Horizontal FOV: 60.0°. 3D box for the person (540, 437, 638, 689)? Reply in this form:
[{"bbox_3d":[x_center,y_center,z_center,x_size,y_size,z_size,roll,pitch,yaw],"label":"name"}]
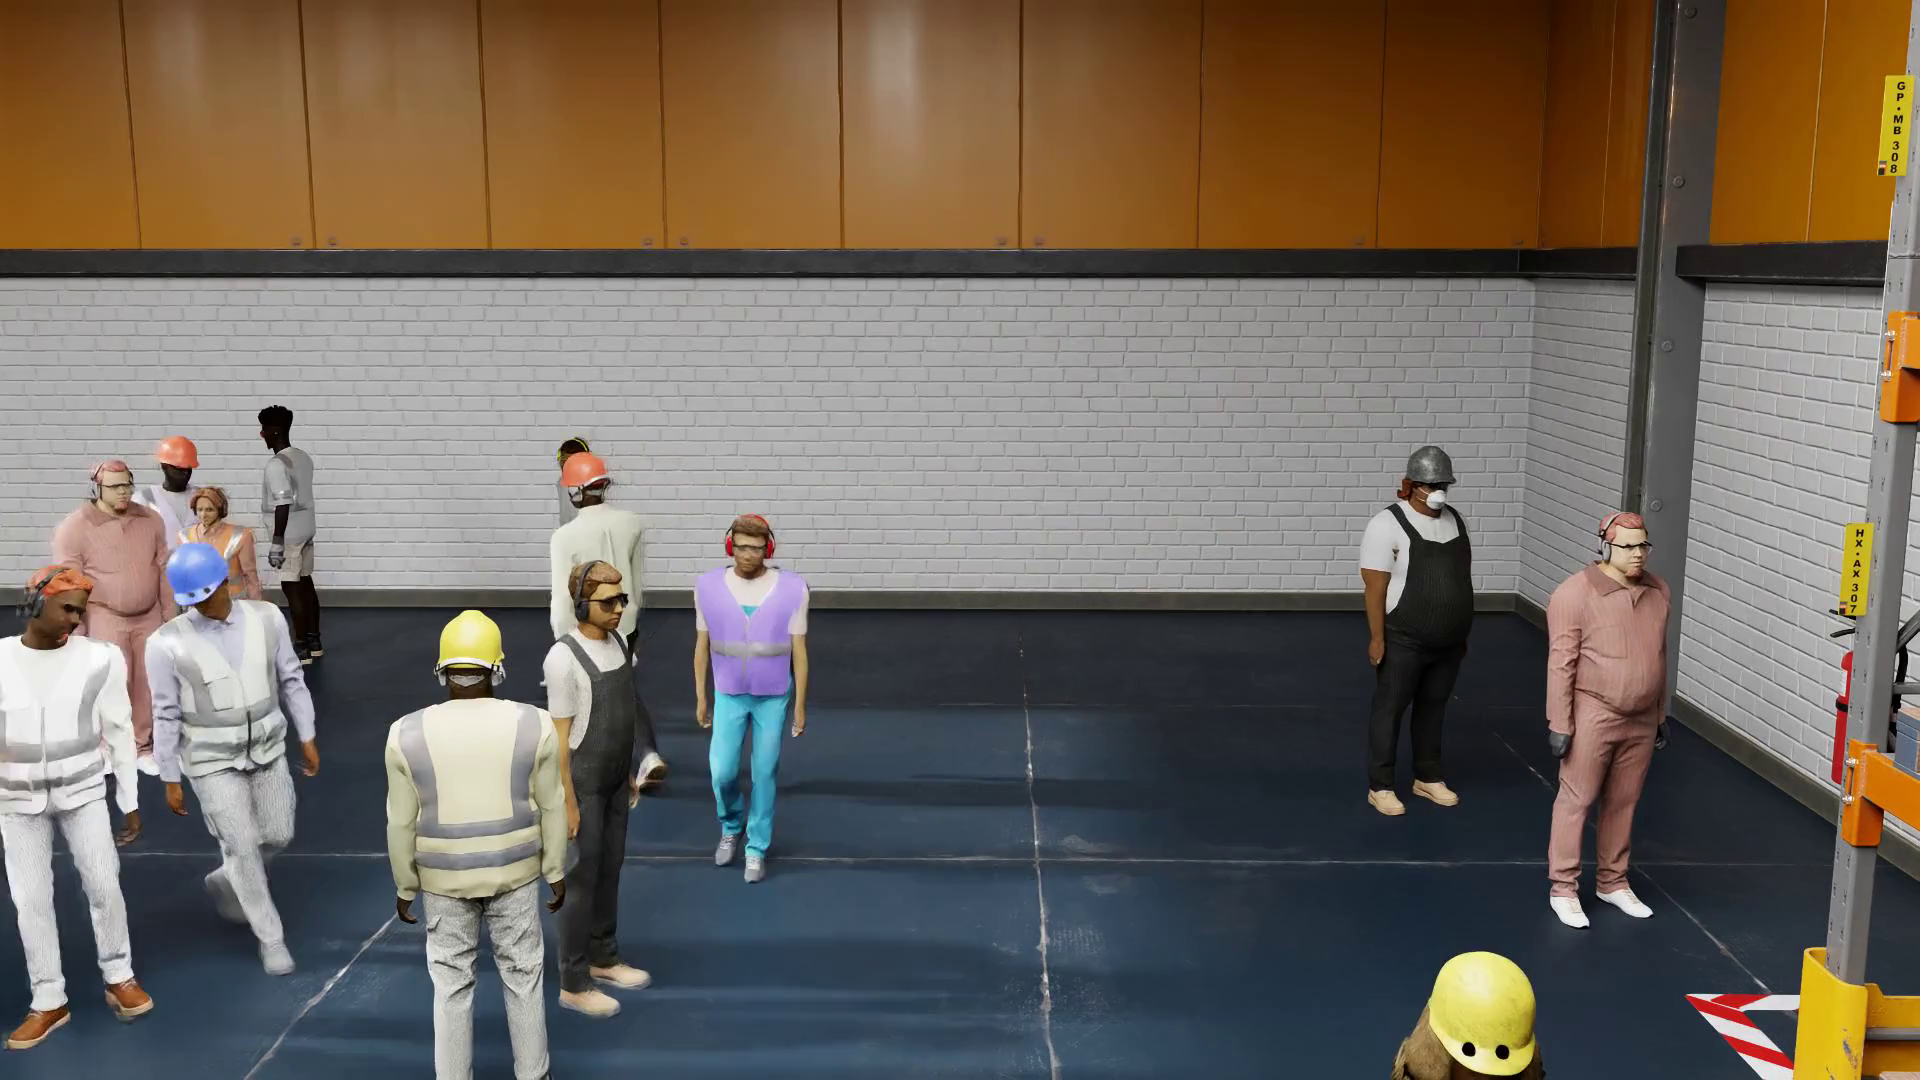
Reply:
[{"bbox_3d":[-2.715,0.147,11.948,0.572,1.800,0.966,6,11,32],"label":"person"}]

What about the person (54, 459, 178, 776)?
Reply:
[{"bbox_3d":[-4.885,0.467,9.736,0.422,1.893,0.645,6,11,32],"label":"person"}]

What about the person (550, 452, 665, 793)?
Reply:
[{"bbox_3d":[-2.033,0.481,9.403,0.633,1.971,0.790,-9,13,-43],"label":"person"}]

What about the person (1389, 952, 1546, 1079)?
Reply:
[{"bbox_3d":[0.966,1.625,3.253,0.483,1.736,0.311,-2,10,-12],"label":"person"}]

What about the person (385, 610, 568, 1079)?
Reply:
[{"bbox_3d":[-1.674,1.149,5.810,0.600,1.831,0.404,-3,10,-16],"label":"person"}]

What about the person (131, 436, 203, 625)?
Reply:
[{"bbox_3d":[-5.170,0.257,10.919,0.623,1.917,0.549,8,13,41],"label":"person"}]

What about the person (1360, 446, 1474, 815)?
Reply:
[{"bbox_3d":[2.557,0.490,9.139,0.688,2.000,0.536,-4,10,-25],"label":"person"}]

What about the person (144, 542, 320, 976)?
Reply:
[{"bbox_3d":[-3.146,0.903,7.117,0.680,1.893,0.663,8,13,41],"label":"person"}]

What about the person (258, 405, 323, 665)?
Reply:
[{"bbox_3d":[-5.055,-0.039,12.531,0.365,1.962,0.613,0,9,-1],"label":"person"}]

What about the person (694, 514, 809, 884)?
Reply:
[{"bbox_3d":[-1.014,0.762,8.139,0.565,1.825,0.426,0,9,-2],"label":"person"}]

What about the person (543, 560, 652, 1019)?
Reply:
[{"bbox_3d":[-1.473,0.988,6.741,0.326,1.843,0.515,3,10,19],"label":"person"}]

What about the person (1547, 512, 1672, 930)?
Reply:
[{"bbox_3d":[2.982,0.814,7.596,0.653,1.906,0.405,-3,10,-19],"label":"person"}]

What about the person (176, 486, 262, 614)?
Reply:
[{"bbox_3d":[-4.748,0.435,10.743,0.519,1.615,0.643,0,9,0],"label":"person"}]

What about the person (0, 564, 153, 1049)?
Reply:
[{"bbox_3d":[-3.539,1.024,6.501,0.640,1.858,0.388,-5,11,-26],"label":"person"}]
